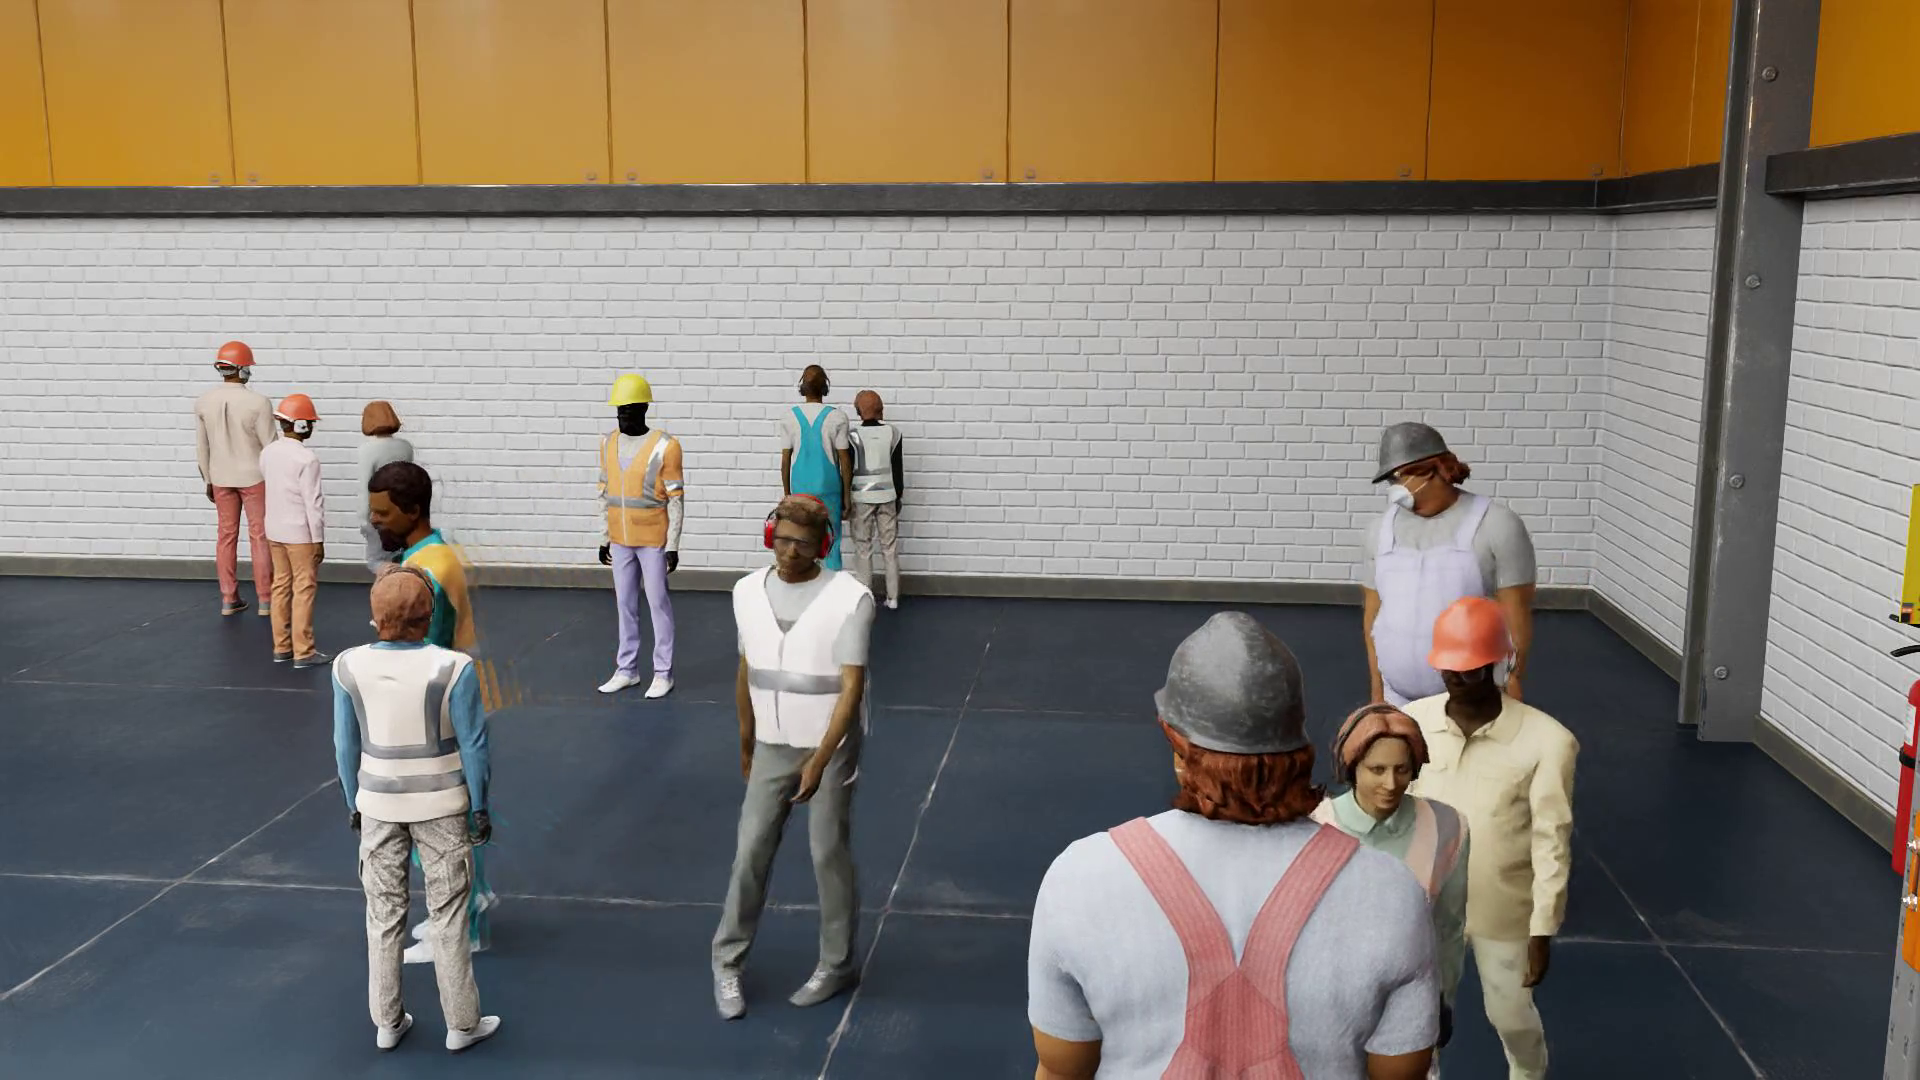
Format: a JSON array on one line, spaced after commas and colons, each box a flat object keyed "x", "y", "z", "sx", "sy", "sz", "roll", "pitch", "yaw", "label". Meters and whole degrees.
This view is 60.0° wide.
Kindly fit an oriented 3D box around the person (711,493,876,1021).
[{"x": -0.593, "y": 0.748, "z": 5.761, "sx": 0.584, "sy": 1.819, "sz": 0.584, "roll": 4, "pitch": 11, "yaw": 23, "label": "person"}]

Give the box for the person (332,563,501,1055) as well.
[{"x": -1.786, "y": 0.888, "z": 5.462, "sx": 0.517, "sy": 1.645, "sz": 0.307, "roll": 1, "pitch": 10, "yaw": 6, "label": "person"}]

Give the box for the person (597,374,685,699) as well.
[{"x": -1.907, "y": -0.022, "z": 9.861, "sx": 0.585, "sy": 1.928, "sz": 0.368, "roll": 4, "pitch": 11, "yaw": 24, "label": "person"}]

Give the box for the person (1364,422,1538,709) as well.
[{"x": 1.874, "y": 0.501, "z": 6.543, "sx": 0.719, "sy": 2.000, "sz": 0.540, "roll": 7, "pitch": 12, "yaw": 35, "label": "person"}]

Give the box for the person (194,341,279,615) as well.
[{"x": -5.206, "y": -0.441, "z": 12.069, "sx": 0.615, "sy": 1.994, "sz": 0.381, "roll": 1, "pitch": 10, "yaw": 6, "label": "person"}]

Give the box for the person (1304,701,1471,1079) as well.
[{"x": 0.974, "y": 1.175, "z": 3.957, "sx": 0.528, "sy": 1.589, "sz": 0.877, "roll": 0, "pitch": 10, "yaw": -1, "label": "person"}]

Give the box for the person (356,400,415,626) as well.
[{"x": -3.914, "y": -0.158, "z": 11.531, "sx": 0.577, "sy": 1.612, "sz": 0.527, "roll": 5, "pitch": 11, "yaw": 26, "label": "person"}]

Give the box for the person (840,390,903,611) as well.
[{"x": -0.644, "y": -0.274, "z": 12.136, "sx": 0.523, "sy": 1.636, "sz": 0.311, "roll": -6, "pitch": 11, "yaw": -30, "label": "person"}]

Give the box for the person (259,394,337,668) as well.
[{"x": -4.214, "y": -0.062, "z": 10.630, "sx": 0.557, "sy": 1.743, "sz": 0.363, "roll": 7, "pitch": 12, "yaw": 36, "label": "person"}]

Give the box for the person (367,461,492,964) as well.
[{"x": -1.972, "y": 0.647, "z": 6.136, "sx": 0.457, "sy": 1.895, "sz": 0.589, "roll": -4, "pitch": 11, "yaw": -24, "label": "person"}]

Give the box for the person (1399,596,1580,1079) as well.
[{"x": 1.483, "y": 0.987, "z": 4.741, "sx": 0.557, "sy": 1.720, "sz": 0.855, "roll": 7, "pitch": 12, "yaw": 35, "label": "person"}]

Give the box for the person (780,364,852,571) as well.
[{"x": -1.016, "y": -0.326, "z": 11.834, "sx": 0.508, "sy": 1.846, "sz": 0.342, "roll": 1, "pitch": 10, "yaw": 6, "label": "person"}]
